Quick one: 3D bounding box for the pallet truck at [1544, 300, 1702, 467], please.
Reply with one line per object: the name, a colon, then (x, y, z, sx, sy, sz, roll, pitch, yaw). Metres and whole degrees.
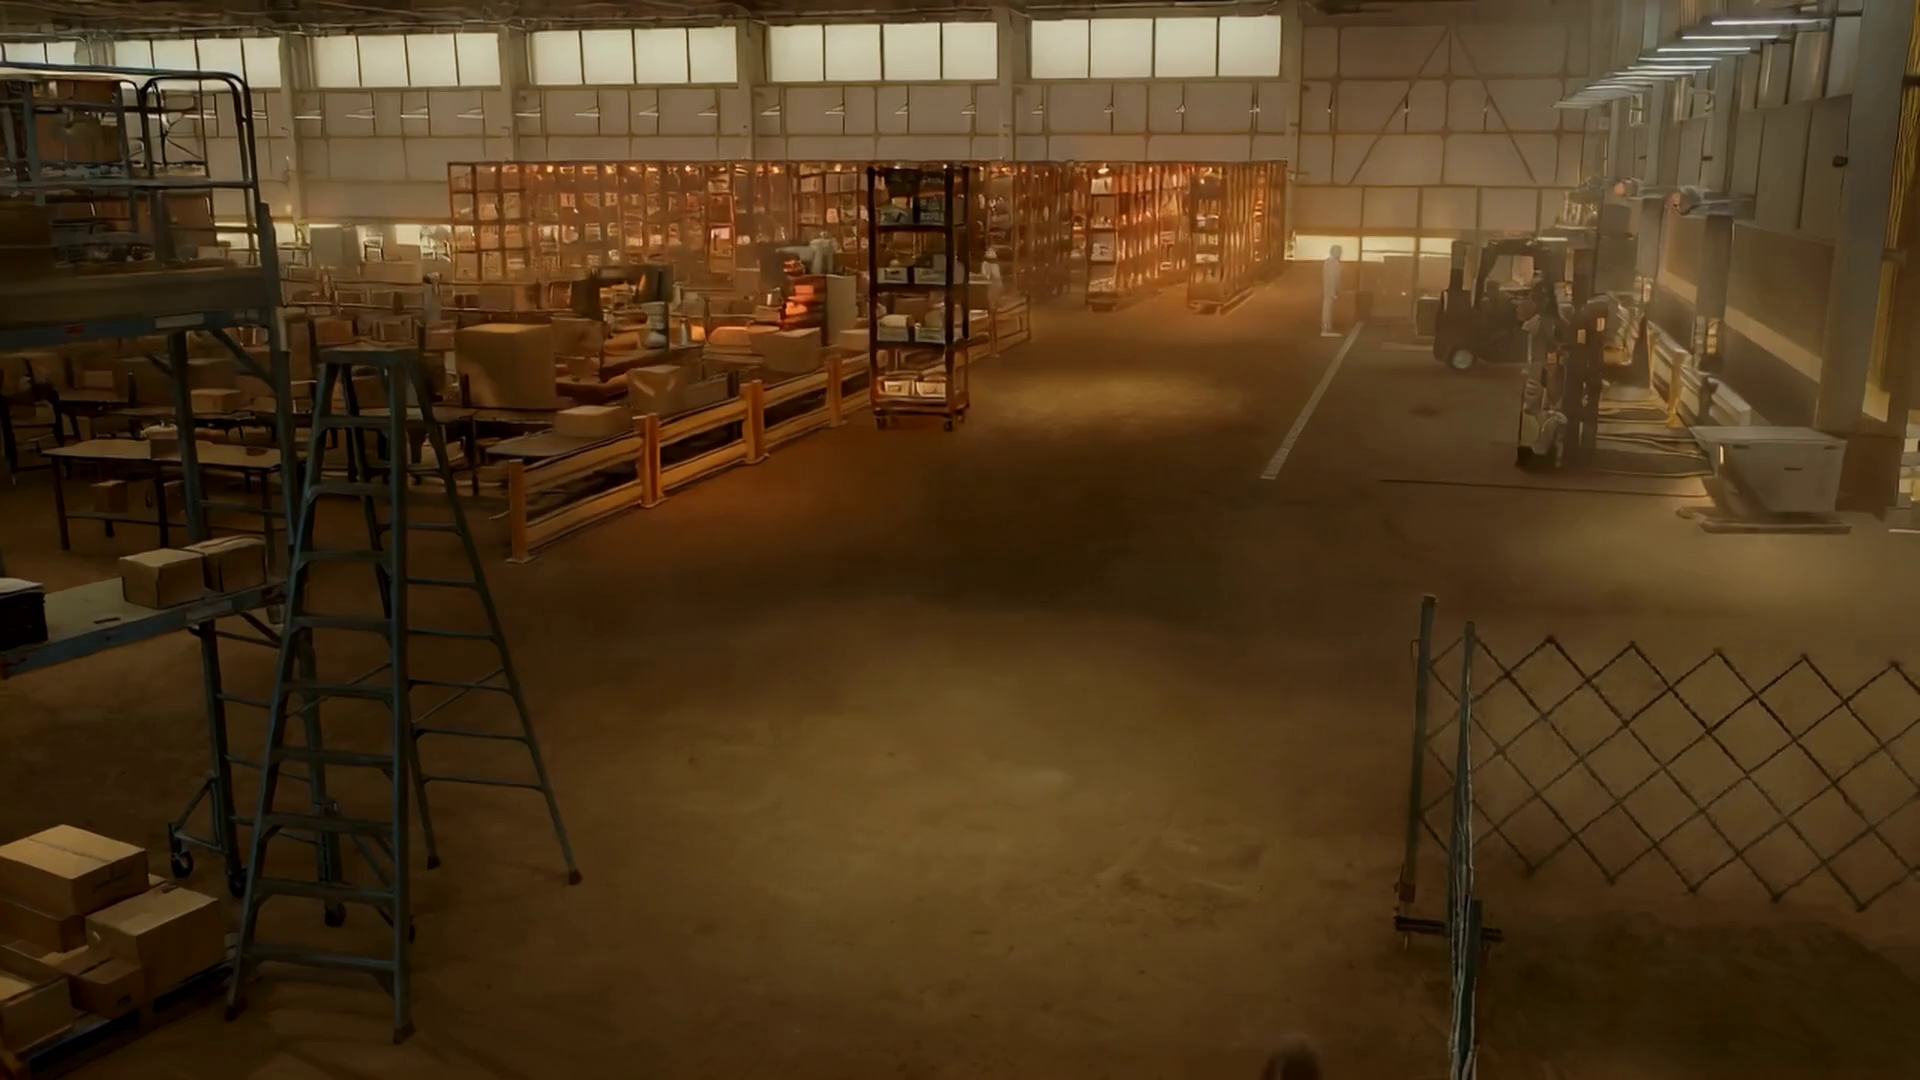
pallet truck: (8.263, -1.952, 20.631, 1.885, 1.965, 0.823, 5, 14, 20)

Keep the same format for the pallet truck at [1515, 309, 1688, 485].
pallet truck: (7.554, -1.677, 19.446, 1.885, 1.965, 0.823, 3, 13, 14)

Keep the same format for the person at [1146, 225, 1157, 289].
person: (5.334, -7.918, 46.749, 0.390, 1.838, 0.563, -7, 15, -26)

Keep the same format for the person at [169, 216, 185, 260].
person: (-24.138, -9.010, 51.265, 0.602, 1.935, 0.995, 0, 13, 0)

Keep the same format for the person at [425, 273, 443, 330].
person: (-9.422, -3.879, 29.533, 0.814, 1.727, 0.525, -2, 13, -10)

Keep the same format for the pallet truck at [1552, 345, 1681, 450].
pallet truck: (8.641, -1.896, 21.908, 1.630, 1.274, 0.653, 4, 14, 16)

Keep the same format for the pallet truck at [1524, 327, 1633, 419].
pallet truck: (9.065, -2.460, 24.370, 1.522, 1.261, 0.704, 3, 13, 14)

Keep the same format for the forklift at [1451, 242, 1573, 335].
forklift: (10.464, -4.597, 31.405, 2.680, 1.987, 1.157, 4, 14, 16)

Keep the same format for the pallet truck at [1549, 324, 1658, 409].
pallet truck: (9.824, -2.669, 25.407, 1.601, 1.201, 0.680, 4, 14, 16)

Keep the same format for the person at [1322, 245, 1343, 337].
person: (7.869, -5.251, 35.093, 0.402, 1.904, 0.639, 0, 13, -1)

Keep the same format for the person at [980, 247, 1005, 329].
person: (0.629, -5.568, 36.705, 0.838, 1.794, 0.596, 8, 15, 32)

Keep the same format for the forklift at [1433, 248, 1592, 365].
forklift: (9.780, -4.111, 29.280, 2.680, 1.987, 1.157, 3, 13, 14)
